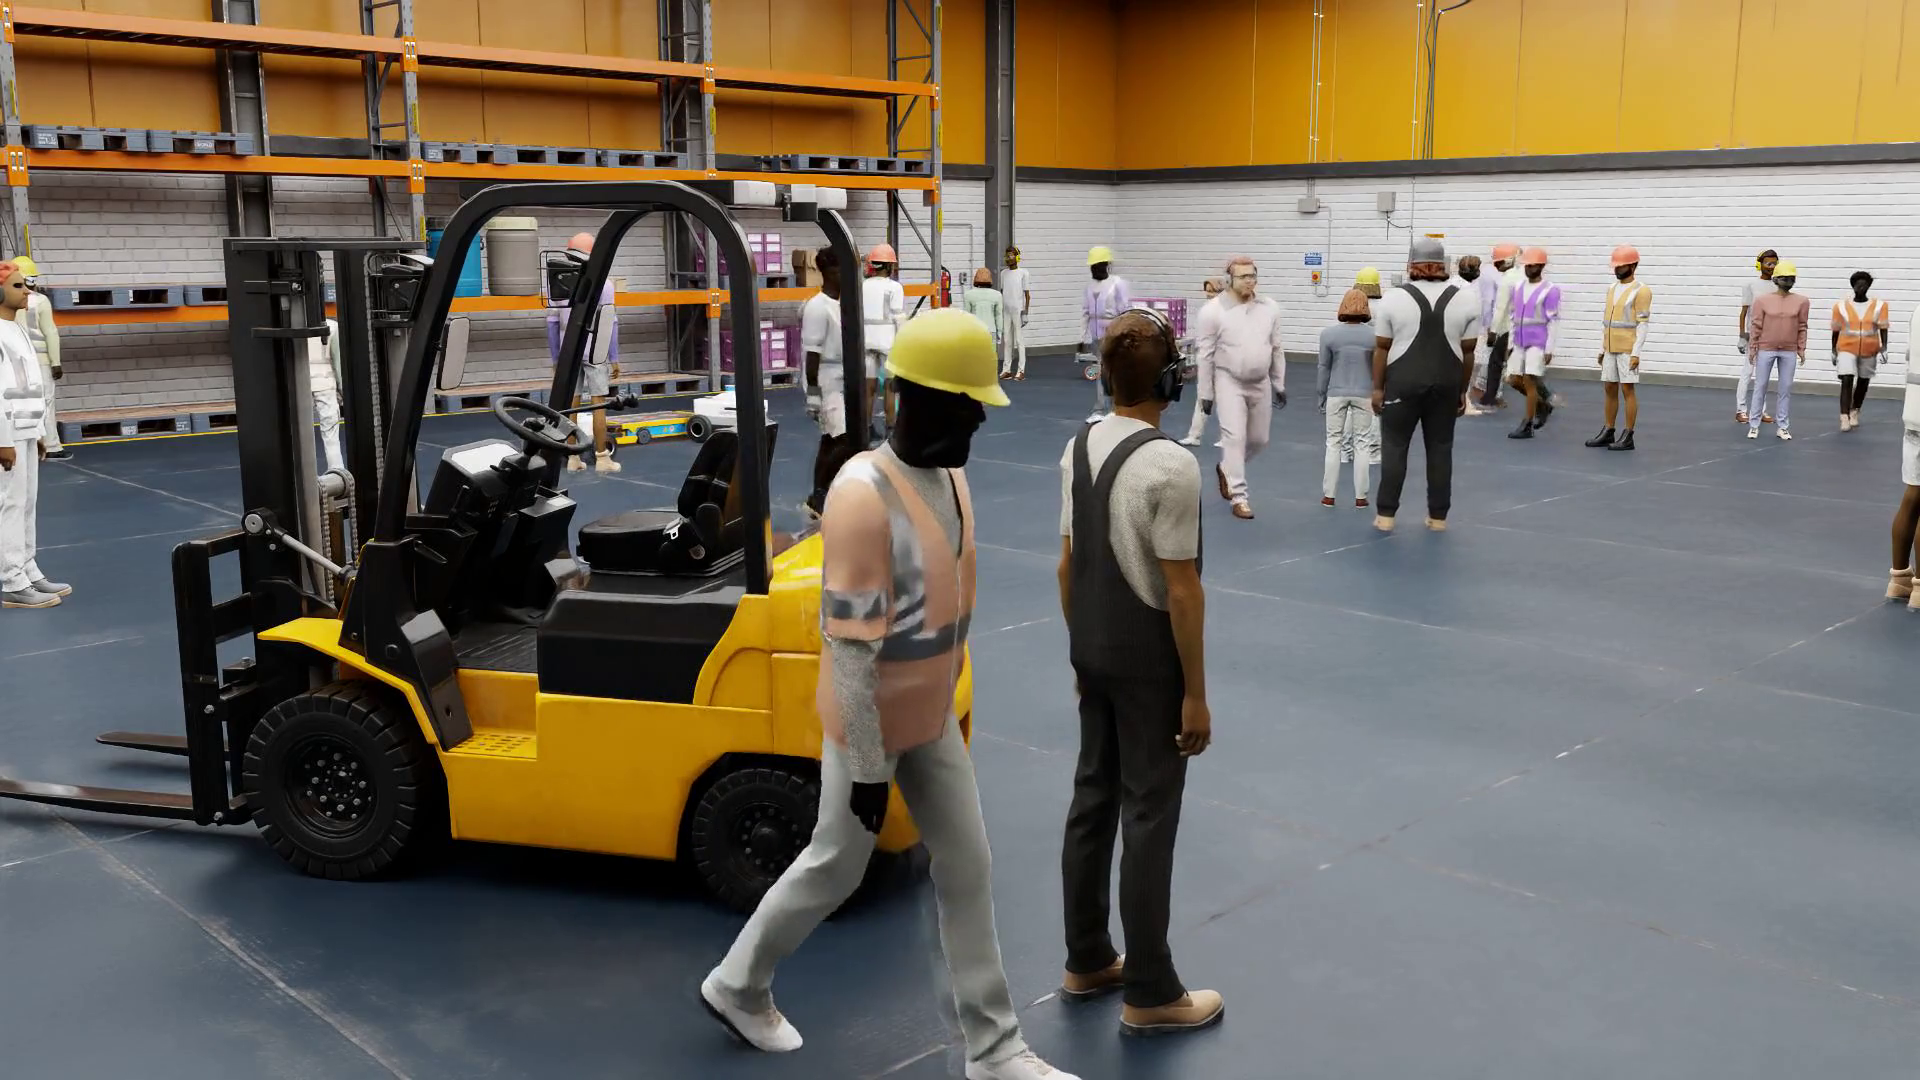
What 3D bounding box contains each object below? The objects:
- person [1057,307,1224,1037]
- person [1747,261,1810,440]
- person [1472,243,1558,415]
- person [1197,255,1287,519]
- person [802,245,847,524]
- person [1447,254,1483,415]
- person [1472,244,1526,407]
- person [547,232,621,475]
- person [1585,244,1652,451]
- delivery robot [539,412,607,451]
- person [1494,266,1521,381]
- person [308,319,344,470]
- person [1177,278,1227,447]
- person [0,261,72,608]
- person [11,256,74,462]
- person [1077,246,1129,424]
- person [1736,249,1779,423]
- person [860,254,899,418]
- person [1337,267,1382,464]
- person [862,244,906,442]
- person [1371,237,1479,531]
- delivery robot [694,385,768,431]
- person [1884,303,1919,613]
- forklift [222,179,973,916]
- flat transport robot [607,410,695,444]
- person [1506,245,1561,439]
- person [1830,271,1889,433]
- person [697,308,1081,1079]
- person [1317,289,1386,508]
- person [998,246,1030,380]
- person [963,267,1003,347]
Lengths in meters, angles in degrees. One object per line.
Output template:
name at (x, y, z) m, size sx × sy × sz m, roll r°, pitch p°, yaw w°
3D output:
person at (0.455, 0.337, 4.236) m, size 0.340 × 1.846 × 0.513 m, roll -7°, pitch 12°, yaw -32°
person at (8.127, -1.876, 16.527) m, size 0.536 × 1.769 × 0.315 m, roll 3°, pitch 11°, yaw 15°
person at (6.283, -2.373, 18.785) m, size 0.959 × 1.949 × 0.631 m, roll 5°, pitch 12°, yaw 26°
person at (2.038, -1.132, 12.151) m, size 0.657 × 1.882 × 0.777 m, roll -3°, pitch 11°, yaw -18°
person at (-0.889, -1.052, 11.503) m, size 0.452 × 1.952 × 0.626 m, roll 2°, pitch 11°, yaw 11°
person at (5.639, -2.345, 18.997) m, size 0.821 × 1.821 × 0.637 m, roll 9°, pitch 14°, yaw 41°
person at (6.382, -2.517, 19.618) m, size 0.652 × 1.916 × 0.451 m, roll -5°, pitch 11°, yaw -24°
person at (-3.174, -1.574, 14.118) m, size 0.613 × 2.041 × 0.393 m, roll 2°, pitch 11°, yaw 13°
person at (6.237, -1.814, 15.715) m, size 0.355 × 1.939 × 0.544 m, roll -4°, pitch 11°, yaw -20°
delivery robot at (-3.466, -0.981, 14.694) m, size 0.477 × 0.478 × 0.707 m, roll 7°, pitch 12°, yaw 34°
person at (7.462, -3.092, 22.965) m, size 0.621 × 1.838 × 0.429 m, roll -8°, pitch 13°, yaw -38°
person at (-5.052, -1.160, 12.963) m, size 0.517 × 1.639 × 0.314 m, roll -3°, pitch 11°, yaw -16°
person at (2.412, -1.681, 15.864) m, size 0.485 × 1.629 × 0.535 m, roll -5°, pitch 12°, yaw -27°
person at (-5.159, -0.573, 9.095) m, size 0.356 × 1.885 × 0.574 m, roll -3°, pitch 11°, yaw -14°
person at (-8.314, -1.611, 14.893) m, size 0.586 × 1.835 × 0.403 m, roll 1°, pitch 10°, yaw 7°
person at (1.485, -2.195, 17.889) m, size 0.767 × 1.892 × 0.606 m, roll -8°, pitch 13°, yaw -39°
person at (8.668, -2.192, 17.972) m, size 0.532 × 1.867 × 0.315 m, roll -2°, pitch 11°, yaw -9°
person at (-1.026, -2.242, 18.389) m, size 0.797 × 1.806 × 0.589 m, roll 1°, pitch 10°, yaw 5°
person at (3.587, -1.547, 14.790) m, size 0.487 × 1.744 × 0.312 m, roll 7°, pitch 12°, yaw 34°
person at (-0.753, -1.910, 16.244) m, size 0.551 × 1.935 × 0.371 m, roll 6°, pitch 12°, yaw 29°
person at (3.185, -1.090, 11.485) m, size 0.692 × 2.000 × 0.542 m, roll 1°, pitch 10°, yaw 3°
delivery robot at (-2.245, -1.276, 16.302) m, size 0.707 × 0.478 × 0.477 m, roll 5°, pitch 11°, yaw 24°
person at (5.280, -0.625, 8.933) m, size 0.370 × 2.048 × 0.608 m, roll 1°, pitch 10°, yaw 7°
forklift at (-1.114, -0.058, 5.440) m, size 2.313 × 2.155 × 1.214 m, roll 2°, pitch 11°, yaw 13°
flat transport robot at (-3.070, -1.133, 16.552) m, size 0.652 × 0.197 × 1.431 m, roll 10°, pitch 14°, yaw 43°
person at (5.752, -1.975, 16.625) m, size 0.599 × 1.925 × 0.561 m, roll -6°, pitch 12°, yaw -29°
person at (9.356, -1.972, 17.341) m, size 0.533 × 1.662 × 0.841 m, roll 4°, pitch 11°, yaw 20°
person at (-0.201, 0.387, 3.926) m, size 0.952 × 1.878 × 0.639 m, roll 5°, pitch 12°, yaw 25°
person at (2.911, -1.048, 12.401) m, size 0.502 × 1.626 × 0.283 m, roll 3°, pitch 11°, yaw 14°
person at (0.734, -3.173, 23.313) m, size 0.531 × 1.871 × 0.322 m, roll 8°, pitch 13°, yaw 36°
person at (0.279, -2.539, 20.522) m, size 0.502 × 1.627 × 0.270 m, roll -1°, pitch 10°, yaw -7°
